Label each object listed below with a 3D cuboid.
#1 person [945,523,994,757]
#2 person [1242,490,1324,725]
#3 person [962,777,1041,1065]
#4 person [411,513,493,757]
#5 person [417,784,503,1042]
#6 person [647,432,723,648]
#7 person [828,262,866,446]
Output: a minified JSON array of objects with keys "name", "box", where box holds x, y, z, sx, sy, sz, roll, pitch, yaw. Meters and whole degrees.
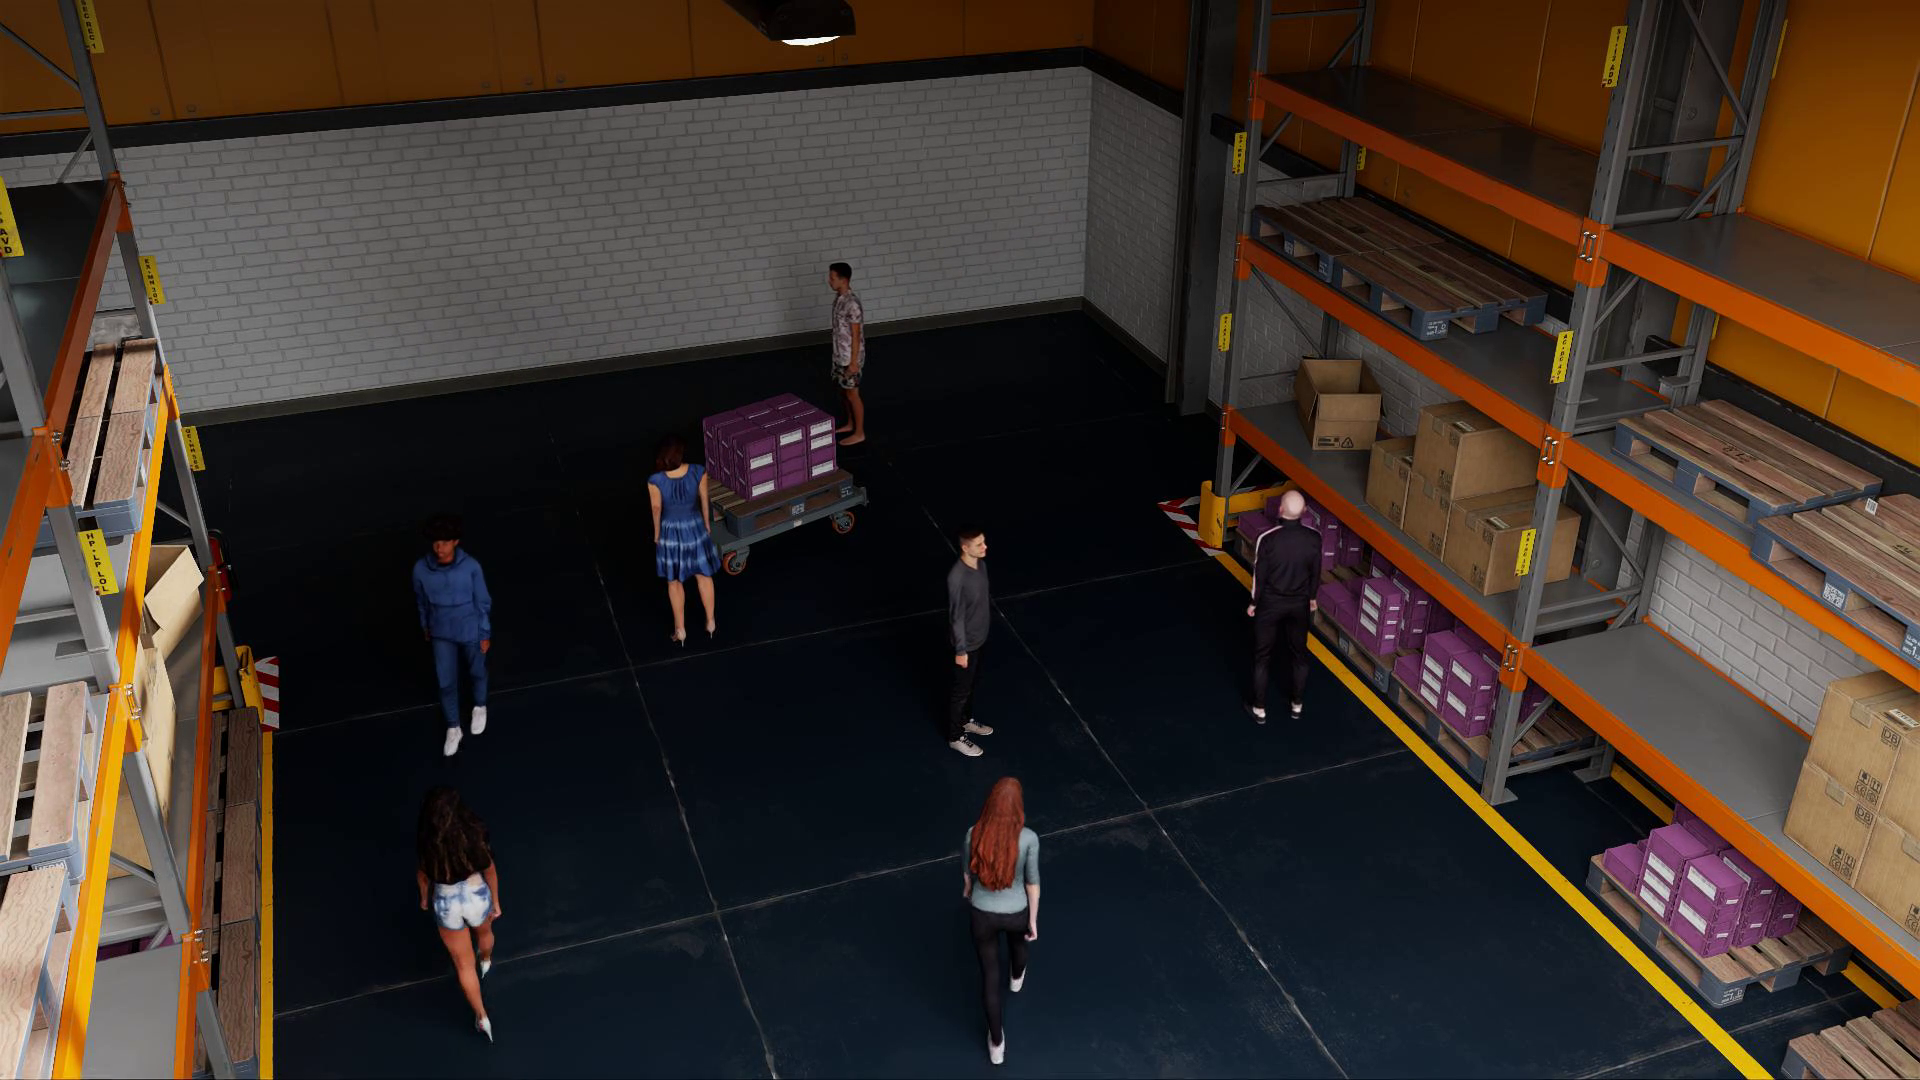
[{"name":"person","box":[0.058,0.672,11.682,0.753,1.760,0.666,9,30,16]},{"name":"person","box":[2.321,0.485,11.947,0.719,1.835,0.634,-5,29,-9]},{"name":"person","box":[0.207,2.123,9.077,0.852,1.708,1.104,1,29,2]},{"name":"person","box":[-3.553,0.577,11.827,0.809,1.788,0.900,-2,29,-4]},{"name":"person","box":[-2.741,2.108,9.223,0.631,1.594,0.942,-14,31,-23]},{"name":"person","box":[-2.143,-0.006,12.879,0.672,1.805,0.579,-12,31,-20]},{"name":"person","box":[-1.078,-1.836,16.227,0.736,1.811,0.519,-12,31,-20]}]
